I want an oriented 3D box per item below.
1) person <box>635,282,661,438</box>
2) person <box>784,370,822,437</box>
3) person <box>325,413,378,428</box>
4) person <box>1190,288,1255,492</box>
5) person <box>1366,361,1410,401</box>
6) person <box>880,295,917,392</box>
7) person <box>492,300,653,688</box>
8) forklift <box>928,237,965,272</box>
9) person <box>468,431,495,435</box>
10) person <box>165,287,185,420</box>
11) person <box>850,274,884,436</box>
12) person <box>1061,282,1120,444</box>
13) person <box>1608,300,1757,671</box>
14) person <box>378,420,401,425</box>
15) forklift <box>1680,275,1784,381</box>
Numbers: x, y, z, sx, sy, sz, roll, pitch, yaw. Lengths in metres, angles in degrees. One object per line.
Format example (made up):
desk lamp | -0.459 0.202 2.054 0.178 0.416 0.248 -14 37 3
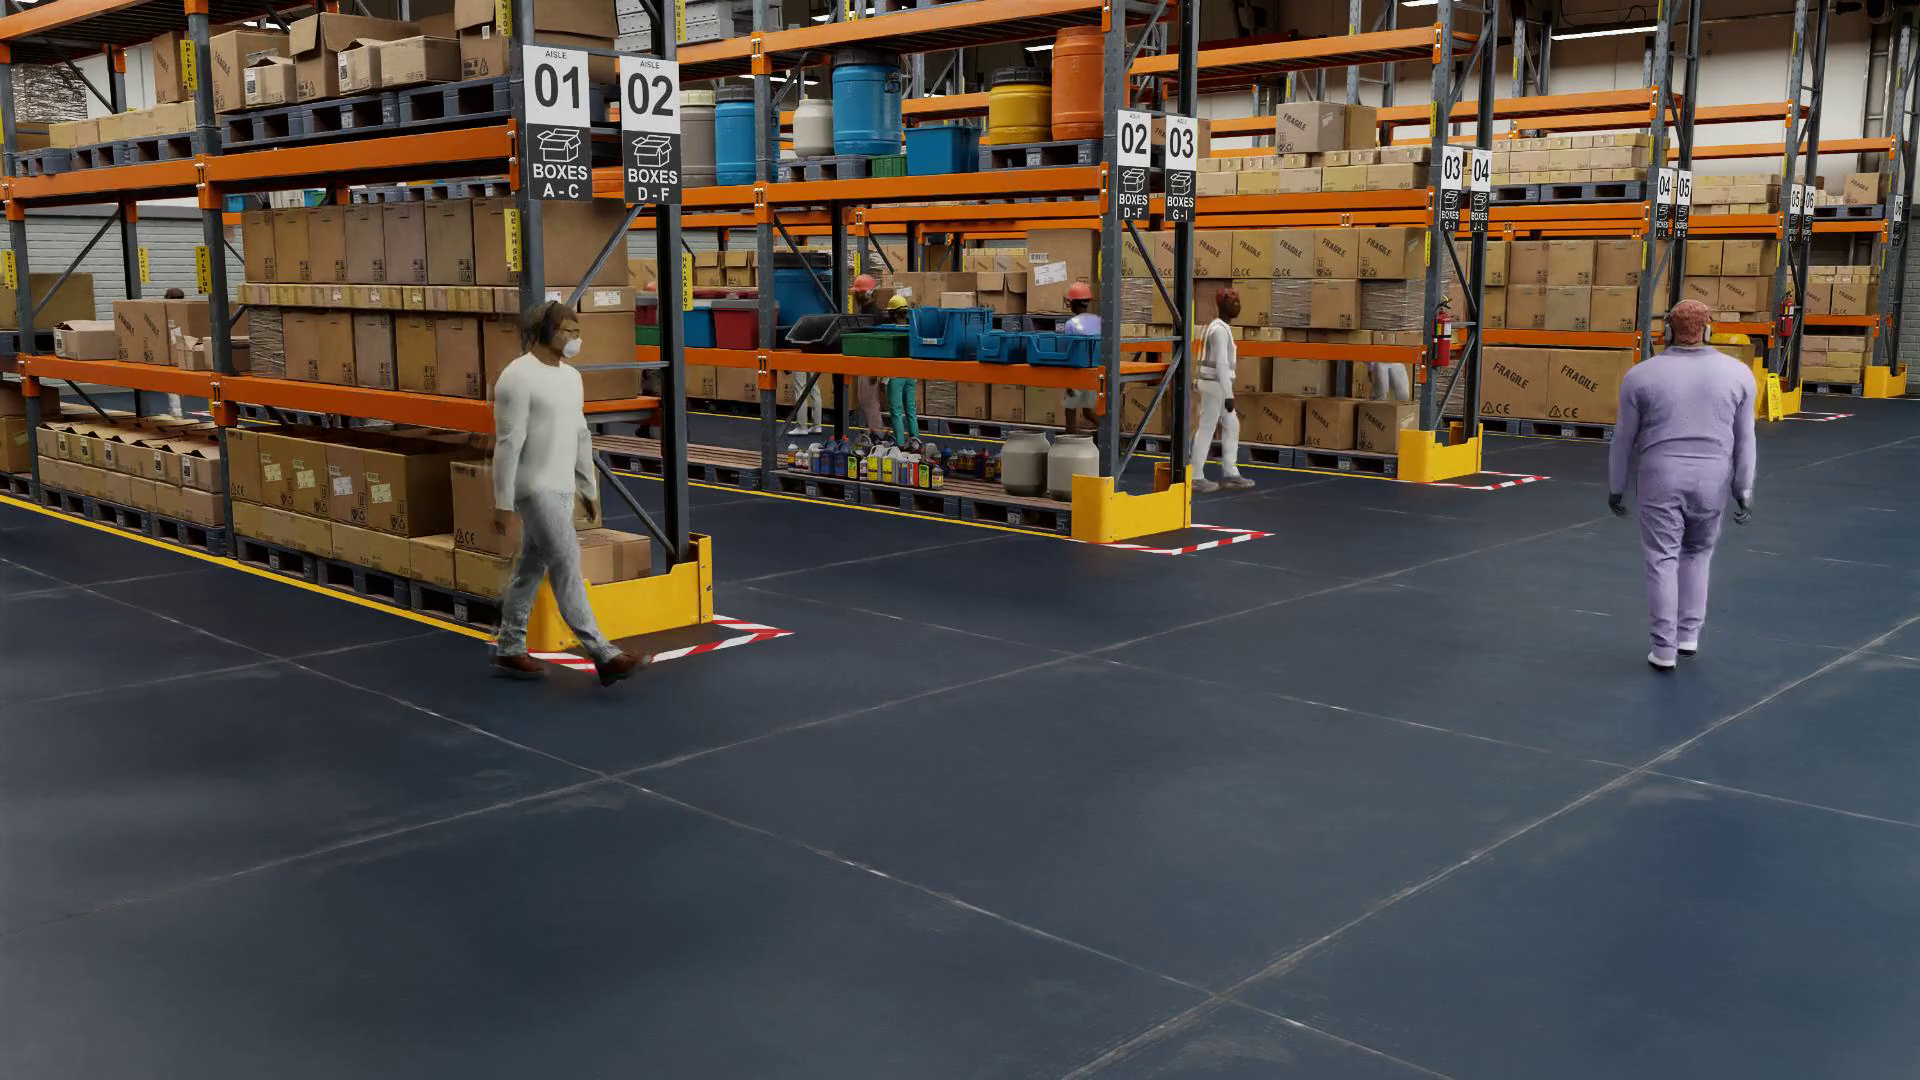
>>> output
person | -3.613 -2.158 20.074 0.566 1.898 0.986 -8 12 -42
person | -1.937 -2.247 20.505 0.382 1.924 0.594 8 13 42
person | -5.399 -1.274 14.855 0.586 1.824 0.404 -6 11 -33
person | 2.452 -1.374 15.330 0.764 1.862 0.630 2 9 10
person | 4.841 -1.977 18.866 0.651 1.918 0.457 -5 11 -30
person | -0.660 -1.734 17.855 0.321 1.767 0.533 8 12 40
person | -1.927 -0.218 8.178 1.010 1.886 0.634 3 10 15
forklift | -0.326 -5.817 39.609 1.129 2.768 1.873 9 13 43
person | -3.950 -1.127 13.917 0.596 1.837 0.404 -9 13 -43
person | -10.556 -2.484 22.345 0.640 1.816 0.801 -8 12 -42
person | -1.025 -1.961 18.559 0.390 1.997 0.620 -3 10 -18
person | 1.297 -1.699 17.169 0.557 1.923 0.720 -8 12 -40
person | 3.712 -0.293 8.633 0.680 1.883 0.686 2 9 12
person | -5.930 -1.695 17.324 0.325 1.863 0.507 5 11 29
forklift | 12.480 -3.427 27.053 1.214 2.155 2.313 9 13 43
